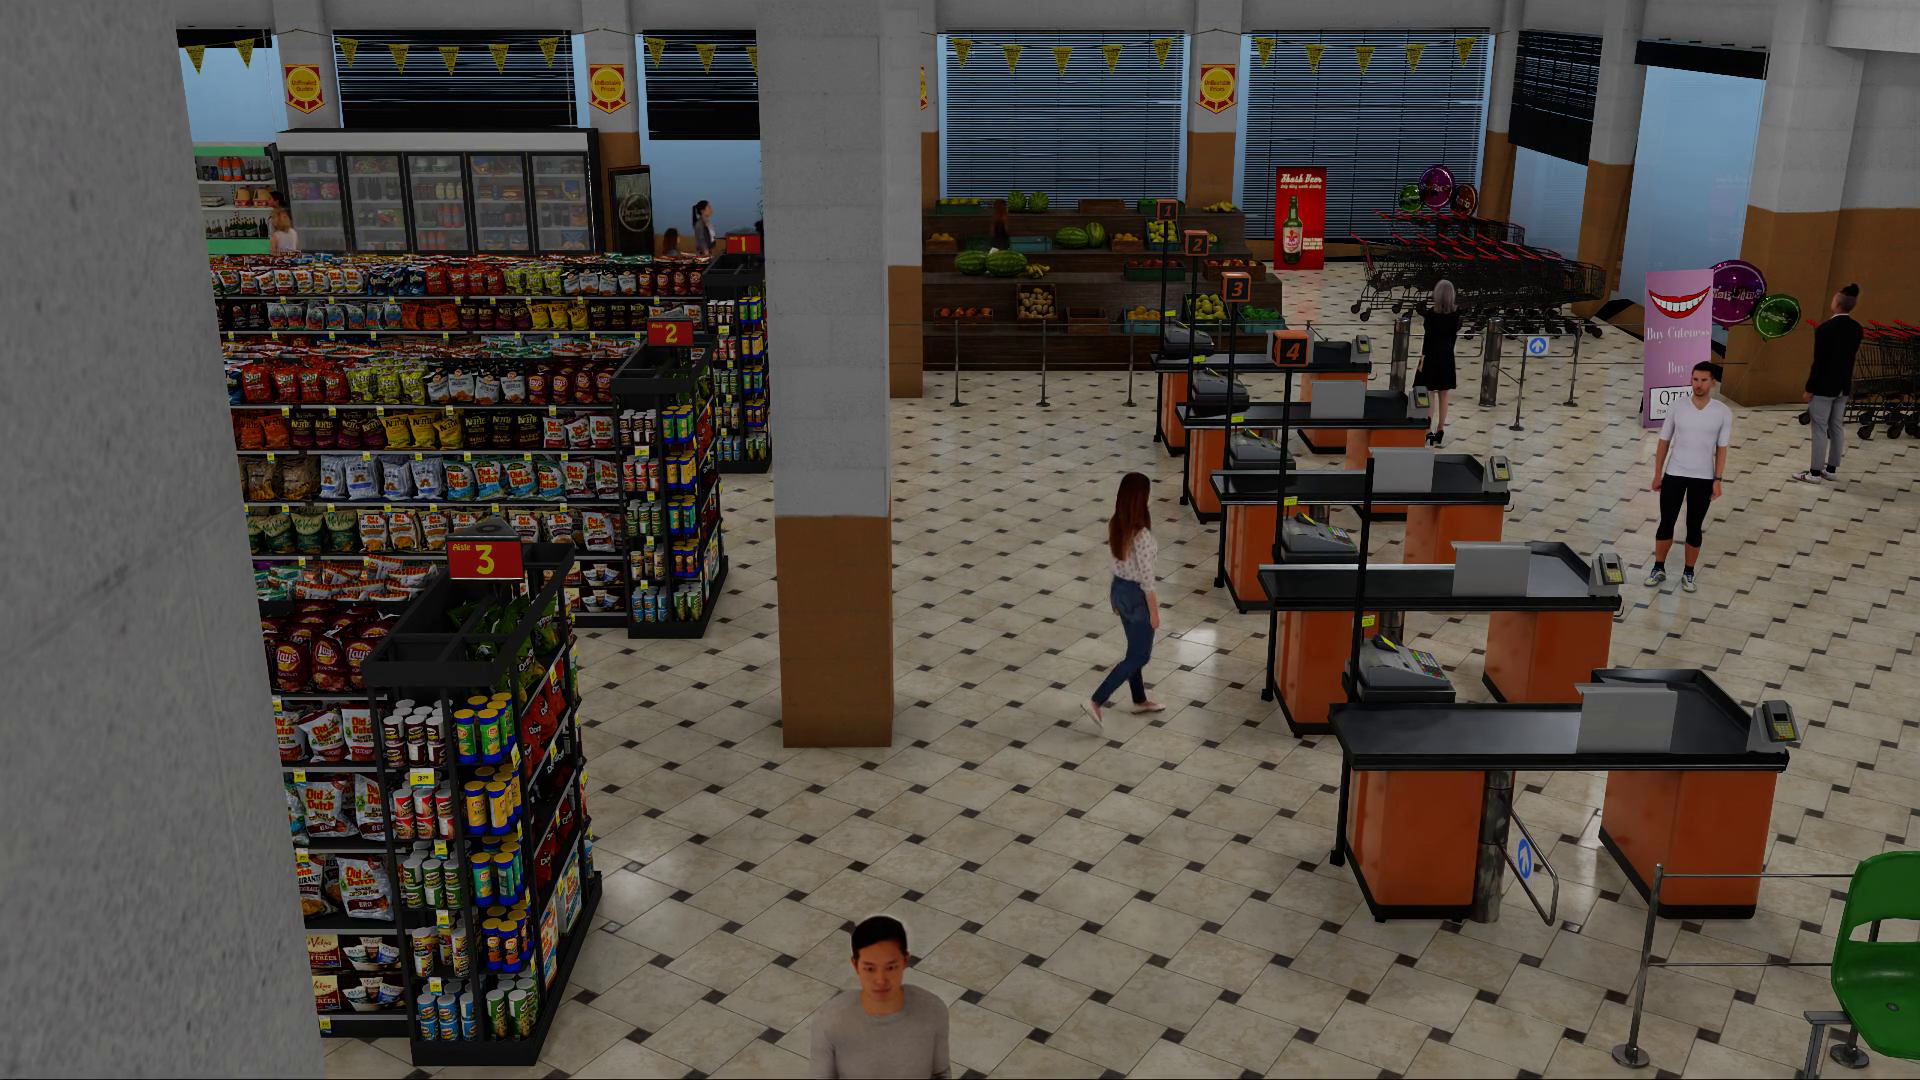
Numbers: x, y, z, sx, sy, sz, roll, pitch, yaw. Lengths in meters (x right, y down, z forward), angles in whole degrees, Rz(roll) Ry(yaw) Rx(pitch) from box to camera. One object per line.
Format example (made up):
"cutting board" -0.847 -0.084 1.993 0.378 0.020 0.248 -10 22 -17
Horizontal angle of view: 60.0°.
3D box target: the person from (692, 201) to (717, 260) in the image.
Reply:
"person" -3.801 -4.053 24.136 1.157 1.616 0.749 3 19 9

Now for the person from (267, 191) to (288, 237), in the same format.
"person" -10.072 -4.315 24.725 0.749 1.737 0.711 -15 24 -37

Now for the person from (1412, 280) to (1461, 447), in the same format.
"person" 5.008 -1.867 17.447 0.625 1.747 0.738 -8 20 -21

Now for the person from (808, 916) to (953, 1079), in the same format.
"person" -0.261 2.074 5.660 0.572 1.811 0.777 -5 19 -14

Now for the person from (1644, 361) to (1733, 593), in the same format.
"person" 5.830 -0.523 13.297 0.675 1.852 0.816 9 21 26

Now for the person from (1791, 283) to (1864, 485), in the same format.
"person" 8.440 -1.519 16.101 0.675 1.949 0.839 -7 20 -20

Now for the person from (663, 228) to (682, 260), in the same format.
"person" -3.994 -3.517 22.808 1.017 1.448 0.826 -9 21 -25

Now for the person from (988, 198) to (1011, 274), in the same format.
"person" 0.464 -4.083 24.145 1.142 1.667 0.669 -2 19 -6

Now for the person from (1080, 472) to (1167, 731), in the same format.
"person" 1.057 0.413 10.737 1.057 1.714 0.842 -8 20 -23

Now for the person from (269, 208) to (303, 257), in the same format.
"person" -9.365 -3.795 23.308 0.834 1.656 0.779 10 21 28
